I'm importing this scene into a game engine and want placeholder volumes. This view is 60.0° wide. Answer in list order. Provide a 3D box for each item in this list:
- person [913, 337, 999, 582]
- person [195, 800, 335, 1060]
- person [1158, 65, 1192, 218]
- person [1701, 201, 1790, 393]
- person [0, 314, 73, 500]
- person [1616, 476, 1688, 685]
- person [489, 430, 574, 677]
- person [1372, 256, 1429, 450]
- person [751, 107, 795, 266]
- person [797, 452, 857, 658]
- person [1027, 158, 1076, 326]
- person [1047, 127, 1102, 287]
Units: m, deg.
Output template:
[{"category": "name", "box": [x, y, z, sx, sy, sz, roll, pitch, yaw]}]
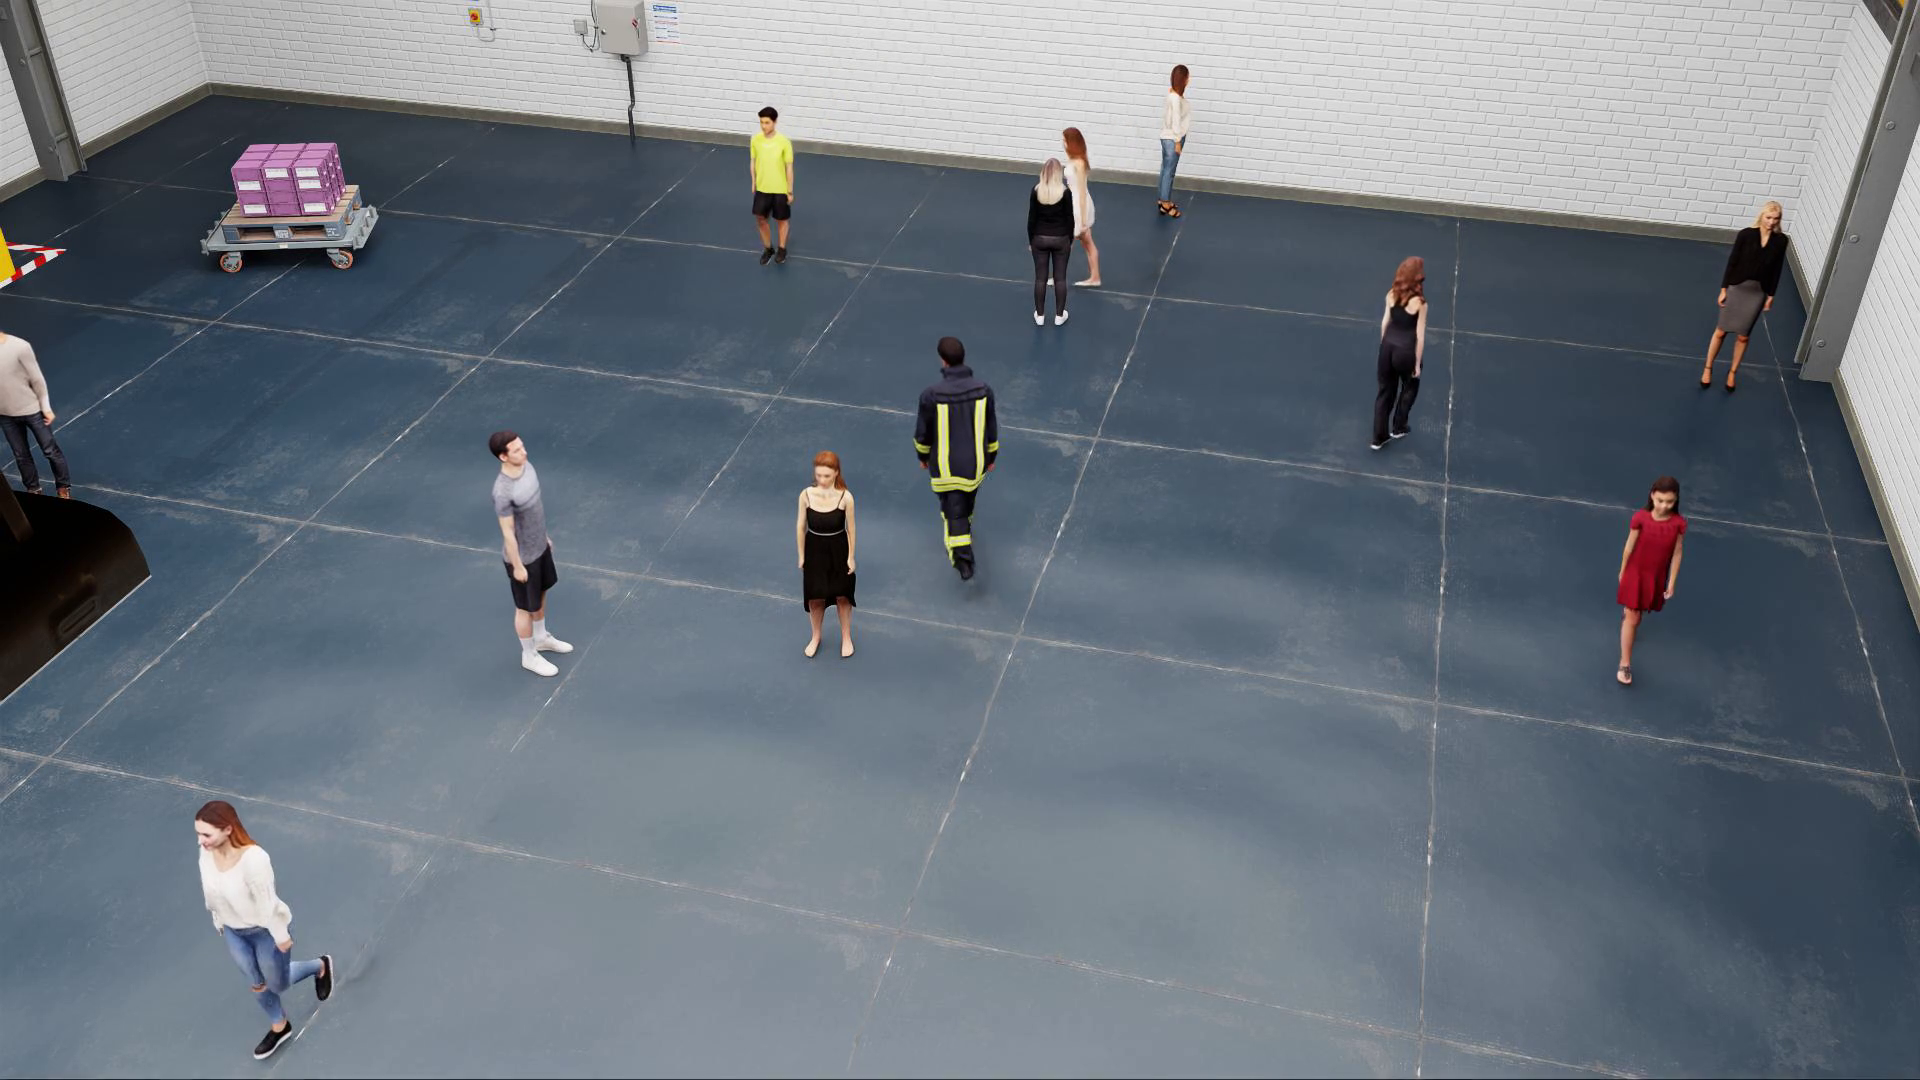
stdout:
[{"category": "person", "box": [-0.004, -0.569, 12.470, 1.162, 1.882, 1.367, -7, 34, -10]}, {"category": "person", "box": [-3.670, 2.000, 8.789, 0.685, 1.680, 0.846, 13, 36, 18]}, {"category": "person", "box": [2.359, -4.454, 18.500, 0.726, 1.678, 0.563, 1, 34, 1]}, {"category": "person", "box": [7.045, -2.182, 14.936, 0.607, 1.839, 0.547, 10, 35, 15]}, {"category": "person", "box": [-7.457, -1.045, 13.205, 0.721, 1.863, 0.692, -2, 34, -4]}, {"category": "person", "box": [4.814, 0.193, 11.648, 0.586, 1.524, 1.048, 6, 34, 9]}, {"category": "person", "box": [-3.025, 0.059, 11.536, 0.710, 1.871, 0.488, 8, 34, 12]}, {"category": "person", "box": [3.665, -1.545, 14.072, 0.765, 1.734, 0.833, 26, 41, 33]}, {"category": "person", "box": [-1.934, -3.736, 17.400, 0.657, 1.700, 0.637, 7, 34, 10]}, {"category": "person", "box": [-0.924, 0.095, 11.703, 0.611, 1.626, 0.633, 2, 34, 3]}, {"category": "person", "box": [0.880, -2.884, 16.130, 0.628, 1.686, 0.562, 5, 34, 7]}, {"category": "person", "box": [1.299, -3.341, 16.833, 0.758, 1.669, 0.855, -1, 34, -1]}]
